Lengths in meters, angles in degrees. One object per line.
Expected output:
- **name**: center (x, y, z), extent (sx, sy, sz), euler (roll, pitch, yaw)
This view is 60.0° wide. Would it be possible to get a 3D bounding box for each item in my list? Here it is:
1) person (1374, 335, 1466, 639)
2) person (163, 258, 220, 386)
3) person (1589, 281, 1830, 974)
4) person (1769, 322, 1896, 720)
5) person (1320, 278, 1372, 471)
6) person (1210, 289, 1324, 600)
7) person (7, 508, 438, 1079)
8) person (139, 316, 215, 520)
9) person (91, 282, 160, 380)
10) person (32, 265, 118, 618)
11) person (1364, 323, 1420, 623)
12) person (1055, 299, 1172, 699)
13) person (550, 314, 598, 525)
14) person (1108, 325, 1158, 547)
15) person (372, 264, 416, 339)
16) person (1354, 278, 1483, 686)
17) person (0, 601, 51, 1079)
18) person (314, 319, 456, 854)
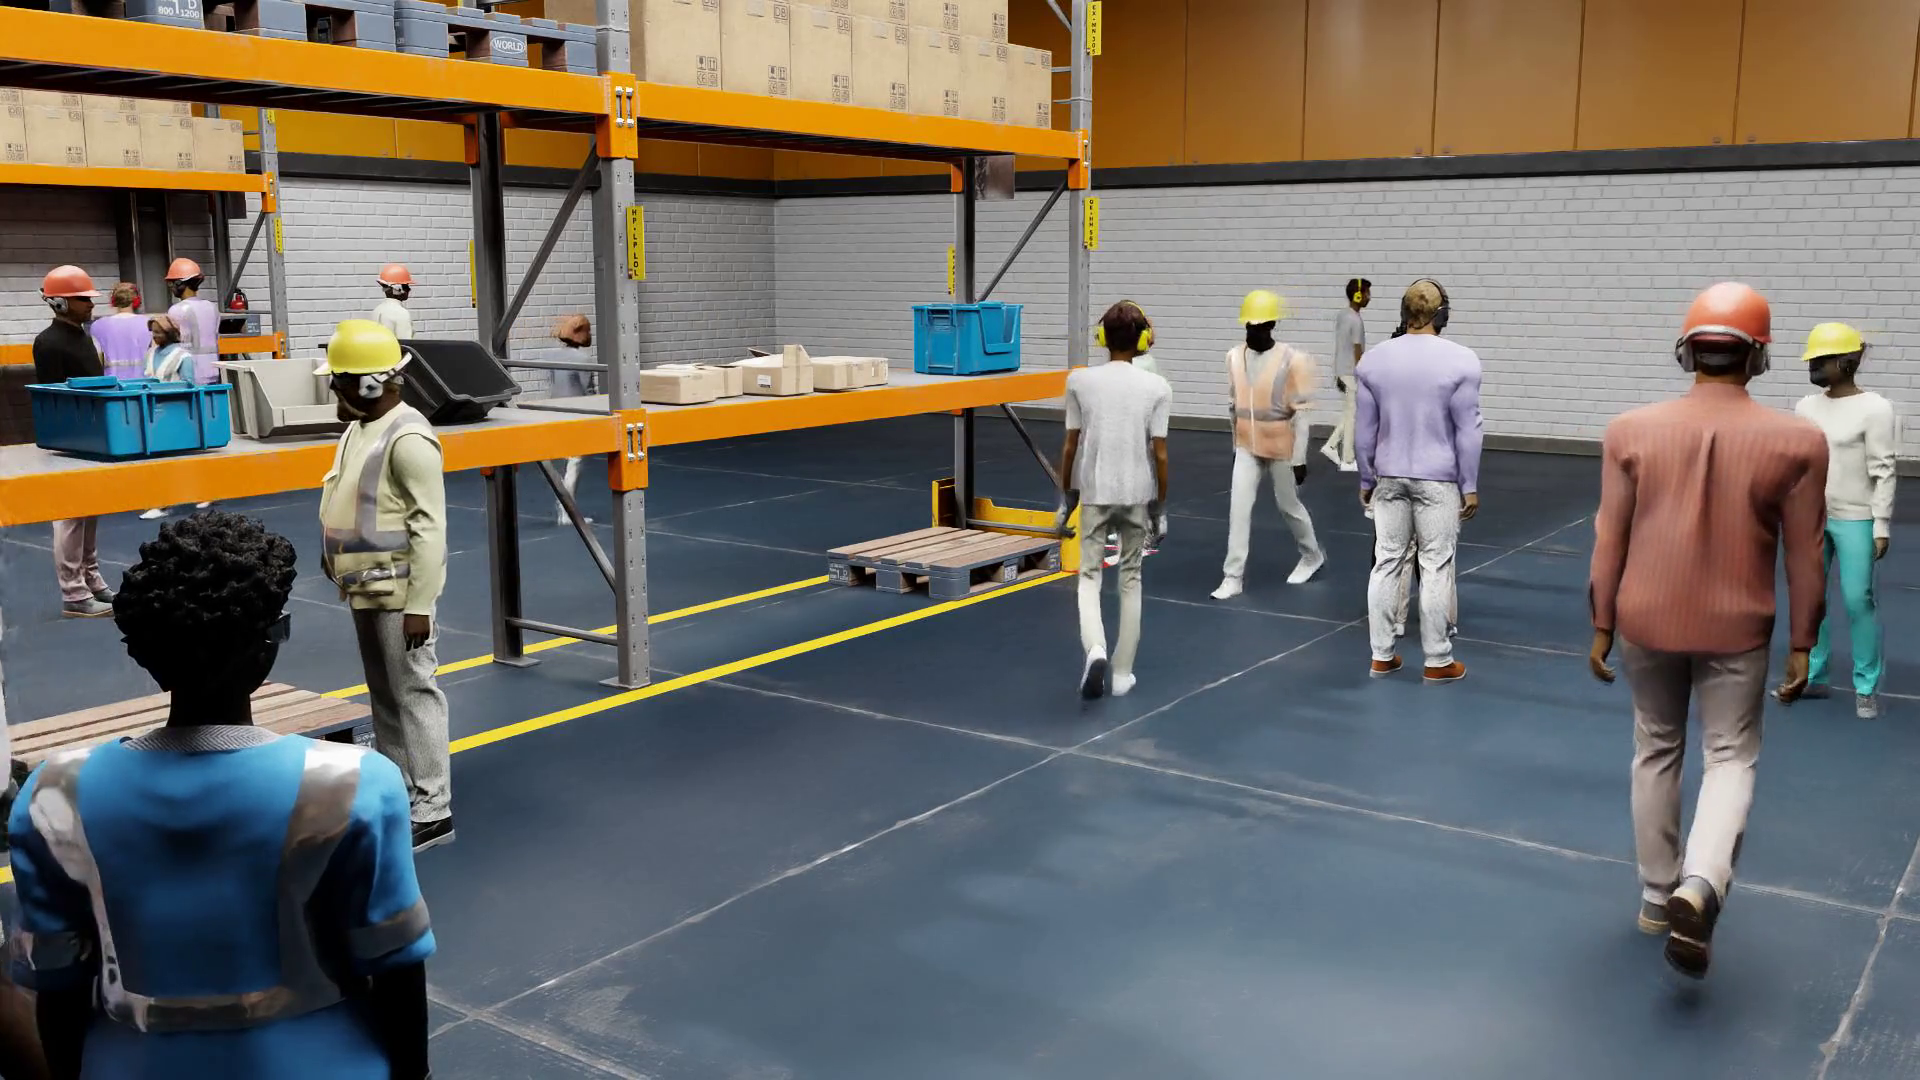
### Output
- **person**: center (2.476, -0.280, 8.892), extent (0.514, 1.642, 0.314), euler (3, 10, 15)
- **person**: center (-6.591, -1.389, 14.302), extent (0.397, 2.044, 0.609), euler (1, 10, 7)
- **person**: center (2.108, 0.255, 4.753), extent (0.631, 1.973, 0.772), euler (6, 11, 30)
- **person**: center (3.959, -0.085, 7.461), extent (0.324, 1.739, 0.646), euler (-4, 10, -22)
- **person**: center (3.766, -1.571, 15.937), extent (0.385, 1.853, 0.563), euler (-1, 10, -5)
- **person**: center (1.922, -0.597, 10.154), extent (0.601, 1.870, 0.979), euler (9, 13, 42)
- **person**: center (-0.977, 0.802, 2.286), extent (0.540, 1.696, 0.316), euler (-1, 10, -5)
- **person**: center (-6.268, -0.999, 13.304), extent (0.520, 1.596, 0.854), euler (5, 11, 30)
- **person**: center (-7.010, -1.255, 14.095), extent (0.570, 1.843, 0.372), euler (-2, 10, -12)
- **person**: center (-5.032, -0.560, 9.509), extent (0.382, 1.995, 0.612), euler (-2, 10, -10)
- **person**: center (2.498, -0.378, 9.314), extent (0.532, 1.696, 0.319), euler (3, 10, 20)
- **person**: center (0.694, -0.166, 7.592), extent (0.531, 1.851, 0.632), euler (1, 10, 7)
- **person**: center (-2.953, -0.922, 12.786), extent (0.415, 1.616, 0.530), euler (-9, 13, -44)
- **person**: center (1.254, -0.765, 11.870), extent (0.294, 1.623, 0.540), euler (-3, 10, -17)
- **person**: center (-4.910, -1.409, 14.568), extent (0.611, 1.995, 0.375), euler (9, 13, 44)
- **person**: center (2.190, -0.275, 7.977), extent (0.627, 1.941, 0.373), euler (8, 12, 38)
- **person**: center (-2.208, 0.504, 3.408), extent (0.898, 1.919, 0.610), euler (-2, 10, -12)
- **person**: center (-1.967, 0.162, 5.698), extent (0.403, 1.828, 0.596), euler (-8, 12, -38)
